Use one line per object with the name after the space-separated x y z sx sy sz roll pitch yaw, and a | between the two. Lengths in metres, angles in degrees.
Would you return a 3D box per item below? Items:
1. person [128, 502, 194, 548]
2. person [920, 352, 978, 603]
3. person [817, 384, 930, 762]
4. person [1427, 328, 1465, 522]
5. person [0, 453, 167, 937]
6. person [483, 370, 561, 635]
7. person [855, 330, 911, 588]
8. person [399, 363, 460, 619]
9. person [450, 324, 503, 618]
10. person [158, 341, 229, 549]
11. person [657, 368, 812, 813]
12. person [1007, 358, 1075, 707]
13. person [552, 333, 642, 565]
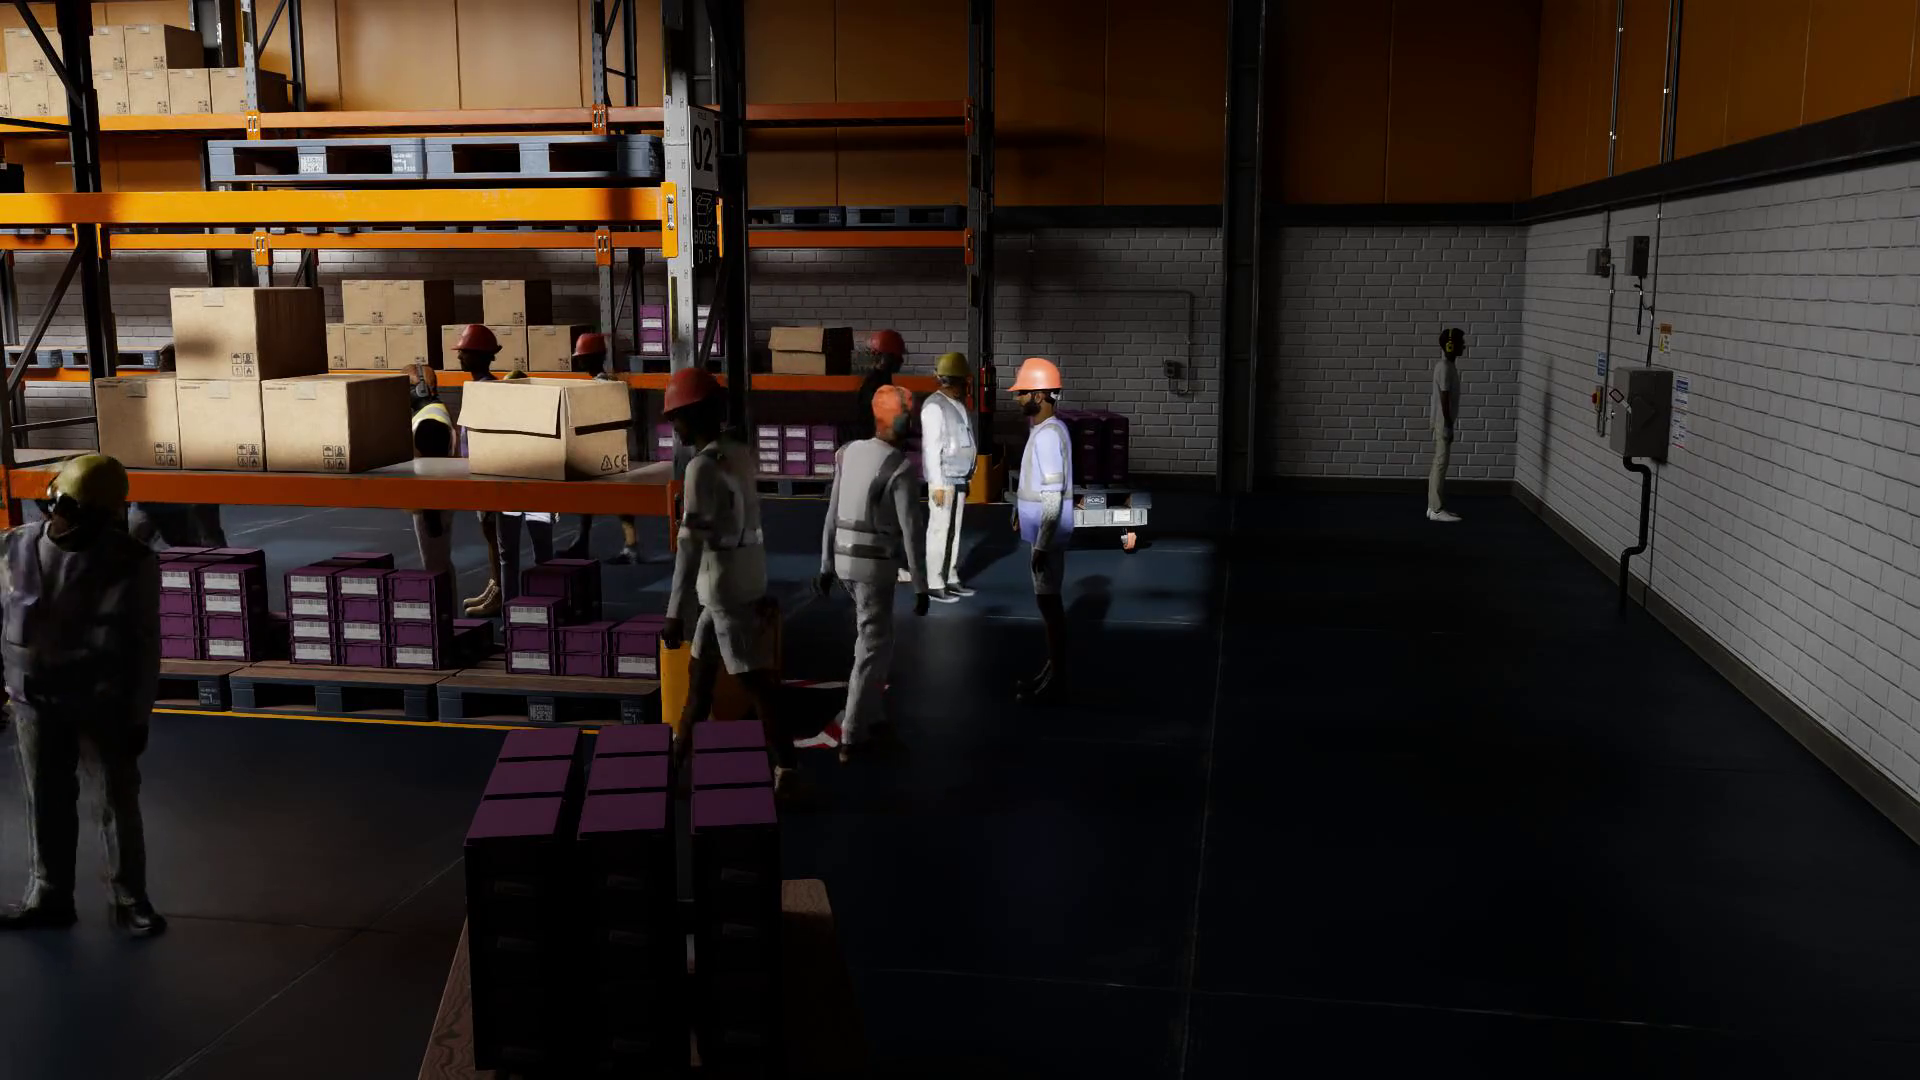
-5.531 -0.232 11.270 0.853 1.653 0.539 1 9 7 | person
-0.073 -0.465 12.212 0.403 1.830 0.598 4 10 23 | person
-0.382 0.162 8.237 0.615 1.861 0.617 -7 12 -38 | person
4.732 -1.119 16.151 0.327 1.874 0.520 2 9 12 | person
-3.221 0.576 5.949 0.720 1.787 0.406 0 9 -2 | person
-2.900 -0.237 11.004 0.524 1.770 0.315 -3 10 -18 | person
-0.532 -0.595 12.576 0.608 1.969 0.646 -1 9 -4 | person
-3.410 -0.213 10.666 0.429 1.838 0.632 -3 10 -18 | person
-3.340 -0.482 11.653 0.366 2.048 0.608 -3 10 -17 | person
-5.407 -0.439 11.722 0.632 1.938 0.359 7 12 38 | person
-1.128 0.238 7.400 1.025 1.973 0.703 1 9 5 | person
0.448 -0.040 9.254 0.378 1.936 0.548 1 9 6 | person
-3.037 -0.729 13.617 0.861 1.901 0.554 -2 9 -12 | person
